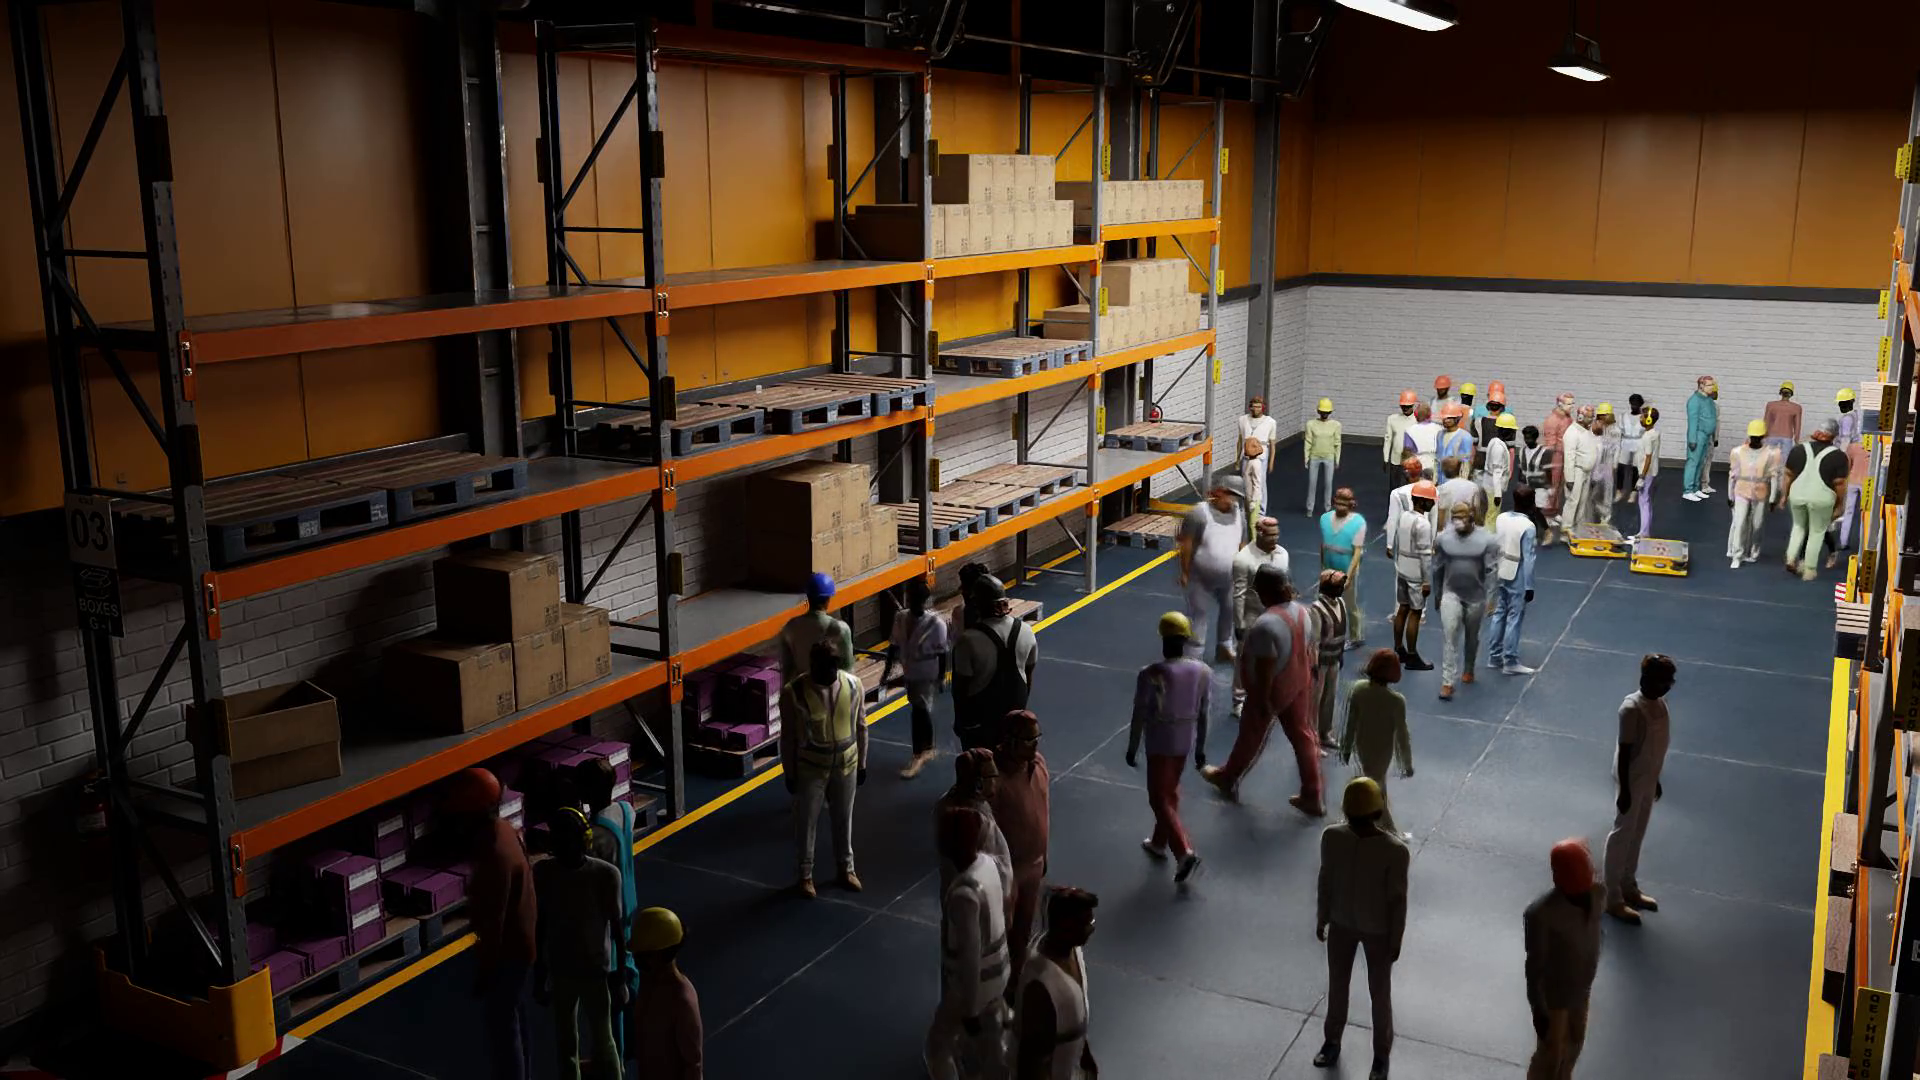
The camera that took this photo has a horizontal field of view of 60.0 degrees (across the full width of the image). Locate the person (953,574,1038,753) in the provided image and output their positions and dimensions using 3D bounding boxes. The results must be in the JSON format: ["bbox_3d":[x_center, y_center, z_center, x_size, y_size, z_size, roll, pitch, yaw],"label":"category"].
[{"bbox_3d":[0.219,1.238,12.566,0.680,2.000,0.535,-7,15,-30],"label":"person"}]

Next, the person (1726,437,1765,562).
[{"bbox_3d":[10.116,-0.528,21.401,0.315,1.631,0.527,-1,13,-5],"label":"person"}]

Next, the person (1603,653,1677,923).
[{"bbox_3d":[4.581,1.642,11.215,0.507,1.839,0.341,-11,17,-41],"label":"person"}]

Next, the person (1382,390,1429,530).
[{"bbox_3d":[6.194,-1.098,23.135,0.621,1.990,0.396,5,14,23],"label":"person"}]

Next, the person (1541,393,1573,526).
[{"bbox_3d":[8.490,-1.146,23.581,0.400,1.896,0.653,10,16,38],"label":"person"}]

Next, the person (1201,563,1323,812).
[{"bbox_3d":[2.459,1.105,13.162,0.709,2.000,1.069,-12,17,-43],"label":"person"}]

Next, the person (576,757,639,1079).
[{"bbox_3d":[-1.976,2.082,9.230,0.345,1.846,0.508,3,13,15],"label":"person"}]

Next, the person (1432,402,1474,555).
[{"bbox_3d":[6.355,-0.777,21.618,0.399,2.040,0.609,-6,14,-26],"label":"person"}]

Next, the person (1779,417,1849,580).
[{"bbox_3d":[10.518,-0.525,20.461,0.549,2.000,0.742,-12,17,-43],"label":"person"}]

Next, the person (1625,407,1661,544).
[{"bbox_3d":[9.201,-0.864,22.361,0.329,1.874,0.507,7,15,30],"label":"person"}]

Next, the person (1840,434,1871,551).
[{"bbox_3d":[11.893,-0.708,21.903,0.322,1.765,0.533,-9,16,-35],"label":"person"}]

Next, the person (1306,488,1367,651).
[{"bbox_3d":[3.924,0.333,17.214,0.936,1.793,0.574,-12,17,-44],"label":"person"}]

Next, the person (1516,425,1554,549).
[{"bbox_3d":[7.600,-0.695,22.046,0.422,1.666,0.570,-7,14,-29],"label":"person"}]

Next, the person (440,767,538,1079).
[{"bbox_3d":[-2.440,2.131,8.735,0.461,1.985,0.660,-5,14,-22],"label":"person"}]

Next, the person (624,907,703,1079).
[{"bbox_3d":[-1.338,2.495,7.558,0.315,1.769,0.525,-9,15,-34],"label":"person"}]

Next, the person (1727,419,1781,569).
[{"bbox_3d":[10.096,-0.609,21.174,0.589,1.904,0.795,7,15,30],"label":"person"}]

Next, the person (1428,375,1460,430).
[{"bbox_3d":[7.426,-1.588,25.482,0.657,1.923,0.553,-11,17,-40],"label":"person"}]

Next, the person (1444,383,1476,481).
[{"bbox_3d":[7.387,-1.356,24.466,0.387,1.919,0.579,-12,17,-43],"label":"person"}]

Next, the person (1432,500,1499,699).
[{"bbox_3d":[4.854,0.542,16.039,0.638,1.885,0.978,5,14,22],"label":"person"}]

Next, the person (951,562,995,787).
[{"bbox_3d":[0.143,1.127,13.267,0.598,1.958,0.381,12,17,43],"label":"person"}]

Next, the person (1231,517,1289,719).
[{"bbox_3d":[2.775,0.714,15.249,0.654,1.899,0.398,-7,15,-30],"label":"person"}]

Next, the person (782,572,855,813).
[{"bbox_3d":[-1.110,1.206,12.965,0.625,1.925,0.570,6,14,24],"label":"person"}]

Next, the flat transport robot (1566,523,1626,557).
[{"bbox_3d":[8.461,-0.025,22.215,0.652,0.197,1.431,3,13,14],"label":"flat transport robot"}]

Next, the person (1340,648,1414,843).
[{"bbox_3d":[3.024,1.563,12.140,0.869,1.586,0.517,-6,14,-27],"label":"person"}]

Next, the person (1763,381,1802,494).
[{"bbox_3d":[12.787,-1.597,25.909,0.535,1.755,0.342,6,14,25],"label":"person"}]

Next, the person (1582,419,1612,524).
[{"bbox_3d":[8.750,-0.862,22.903,0.454,1.622,0.531,1,13,6],"label":"person"}]

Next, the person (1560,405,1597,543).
[{"bbox_3d":[8.340,-0.882,22.395,0.400,1.894,0.658,12,17,42],"label":"person"}]

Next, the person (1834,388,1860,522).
[{"bbox_3d":[12.655,-1.218,23.839,0.382,1.918,0.585,10,16,38],"label":"person"}]

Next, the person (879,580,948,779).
[{"bbox_3d":[-0.408,1.141,13.814,0.558,1.667,0.656,12,17,43],"label":"person"}]

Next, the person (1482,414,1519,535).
[{"bbox_3d":[6.933,-0.676,21.412,0.397,1.920,0.587,4,13,17],"label":"person"}]

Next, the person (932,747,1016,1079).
[{"bbox_3d":[0.090,2.060,9.189,0.408,1.909,0.642,-5,14,-22],"label":"person"}]

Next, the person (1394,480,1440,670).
[{"bbox_3d":[4.611,0.347,16.803,0.375,1.931,0.542,-3,13,-12],"label":"person"}]

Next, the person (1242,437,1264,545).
[{"bbox_3d":[3.719,-0.509,21.305,0.279,1.634,0.499,0,13,-2],"label":"person"}]

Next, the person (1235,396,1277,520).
[{"bbox_3d":[4.223,-1.147,23.715,0.565,1.836,0.390,8,15,31],"label":"person"}]

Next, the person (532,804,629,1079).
[{"bbox_3d":[-1.949,2.232,8.526,0.526,1.863,0.321,3,13,14],"label":"person"}]

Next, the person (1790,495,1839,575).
[{"bbox_3d":[10.739,-0.405,20.756,0.734,1.677,0.542,-10,16,-37],"label":"person"}]

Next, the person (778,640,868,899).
[{"bbox_3d":[-0.933,1.575,11.539,0.630,1.836,0.430,-5,14,-22],"label":"person"}]

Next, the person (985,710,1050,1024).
[{"bbox_3d":[0.337,1.916,9.869,0.401,1.899,0.636,10,16,39],"label":"person"}]

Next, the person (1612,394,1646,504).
[{"bbox_3d":[10.089,-1.350,24.980,0.538,1.676,0.629,8,15,33],"label":"person"}]

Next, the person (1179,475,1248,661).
[{"bbox_3d":[2.583,0.307,16.733,0.768,2.000,0.534,-4,13,-17],"label":"person"}]

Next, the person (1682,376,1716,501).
[{"bbox_3d":[11.308,-1.559,25.394,0.409,1.907,0.651,11,17,41],"label":"person"}]

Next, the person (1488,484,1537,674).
[{"bbox_3d":[5.539,0.385,16.663,0.371,1.916,0.597,-3,13,-14],"label":"person"}]

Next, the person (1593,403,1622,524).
[{"bbox_3d":[9.103,-1.080,23.616,0.295,1.743,0.493,-11,17,-41],"label":"person"}]

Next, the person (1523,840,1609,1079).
[{"bbox_3d":[3.142,2.298,8.583,0.697,1.703,0.421,-8,15,-33],"label":"person"}]

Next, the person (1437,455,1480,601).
[{"bbox_3d":[5.729,-0.043,18.861,0.621,1.797,0.747,-5,13,-20],"label":"person"}]

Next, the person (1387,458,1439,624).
[{"bbox_3d":[4.985,0.022,18.384,0.581,1.879,0.355,-2,13,-10],"label":"person"}]

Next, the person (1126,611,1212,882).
[{"bbox_3d":[1.541,1.463,11.889,0.614,1.899,0.817,-6,14,-25],"label":"person"}]

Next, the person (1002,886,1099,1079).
[{"bbox_3d":[0.352,2.447,7.705,0.801,1.808,0.575,3,13,13],"label":"person"}]

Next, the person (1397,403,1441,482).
[{"bbox_3d":[6.325,-0.990,23.042,0.590,1.811,0.585,-6,14,-23],"label":"person"}]

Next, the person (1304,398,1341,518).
[{"bbox_3d":[5.231,-1.174,24.016,0.529,1.760,0.346,2,13,7],"label":"person"}]

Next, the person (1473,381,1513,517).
[{"bbox_3d":[7.708,-1.316,24.122,0.612,1.987,0.400,-1,13,-7],"label":"person"}]

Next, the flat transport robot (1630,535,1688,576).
[{"bbox_3d":[8.943,0.189,21.254,0.652,0.197,1.431,5,14,23],"label":"flat transport robot"}]

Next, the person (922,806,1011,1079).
[{"bbox_3d":[-0.002,2.243,8.466,0.647,1.862,0.575,4,13,18],"label":"person"}]

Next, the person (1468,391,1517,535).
[{"bbox_3d":[7.241,-1.015,22.685,0.613,2.031,0.402,5,14,21],"label":"person"}]

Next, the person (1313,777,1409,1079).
[{"bbox_3d":[2.205,2.137,9.193,0.520,1.759,0.349,9,15,35],"label":"person"}]

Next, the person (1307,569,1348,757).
[{"bbox_3d":[3.157,1.046,14.356,0.313,1.634,0.514,11,17,42],"label":"person"}]
